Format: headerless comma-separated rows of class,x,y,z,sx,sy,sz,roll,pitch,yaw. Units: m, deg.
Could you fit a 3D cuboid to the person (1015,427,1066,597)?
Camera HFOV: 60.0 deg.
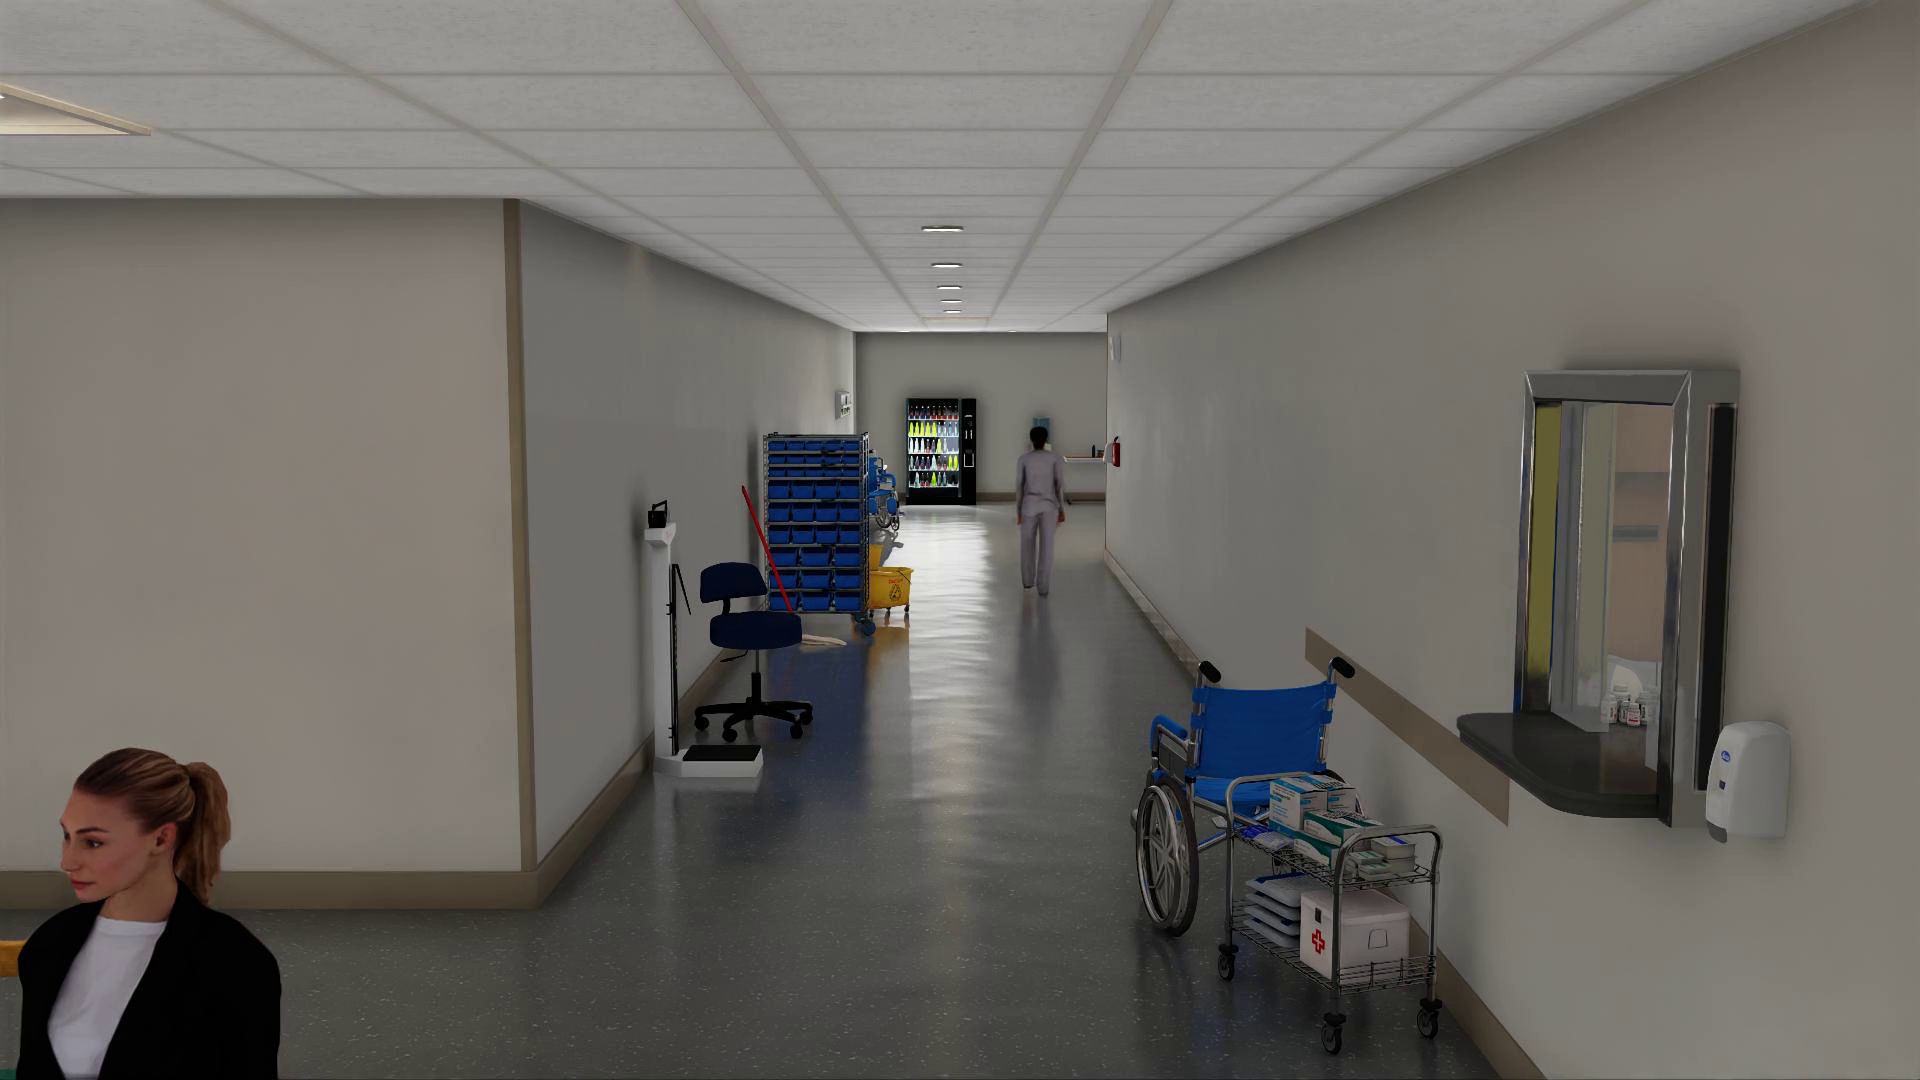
person,0.813,-0.289,17.004,0.654,1.720,0.757,1,6,10

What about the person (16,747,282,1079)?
person,-1.282,1.162,2.662,0.508,1.704,0.700,1,6,9
